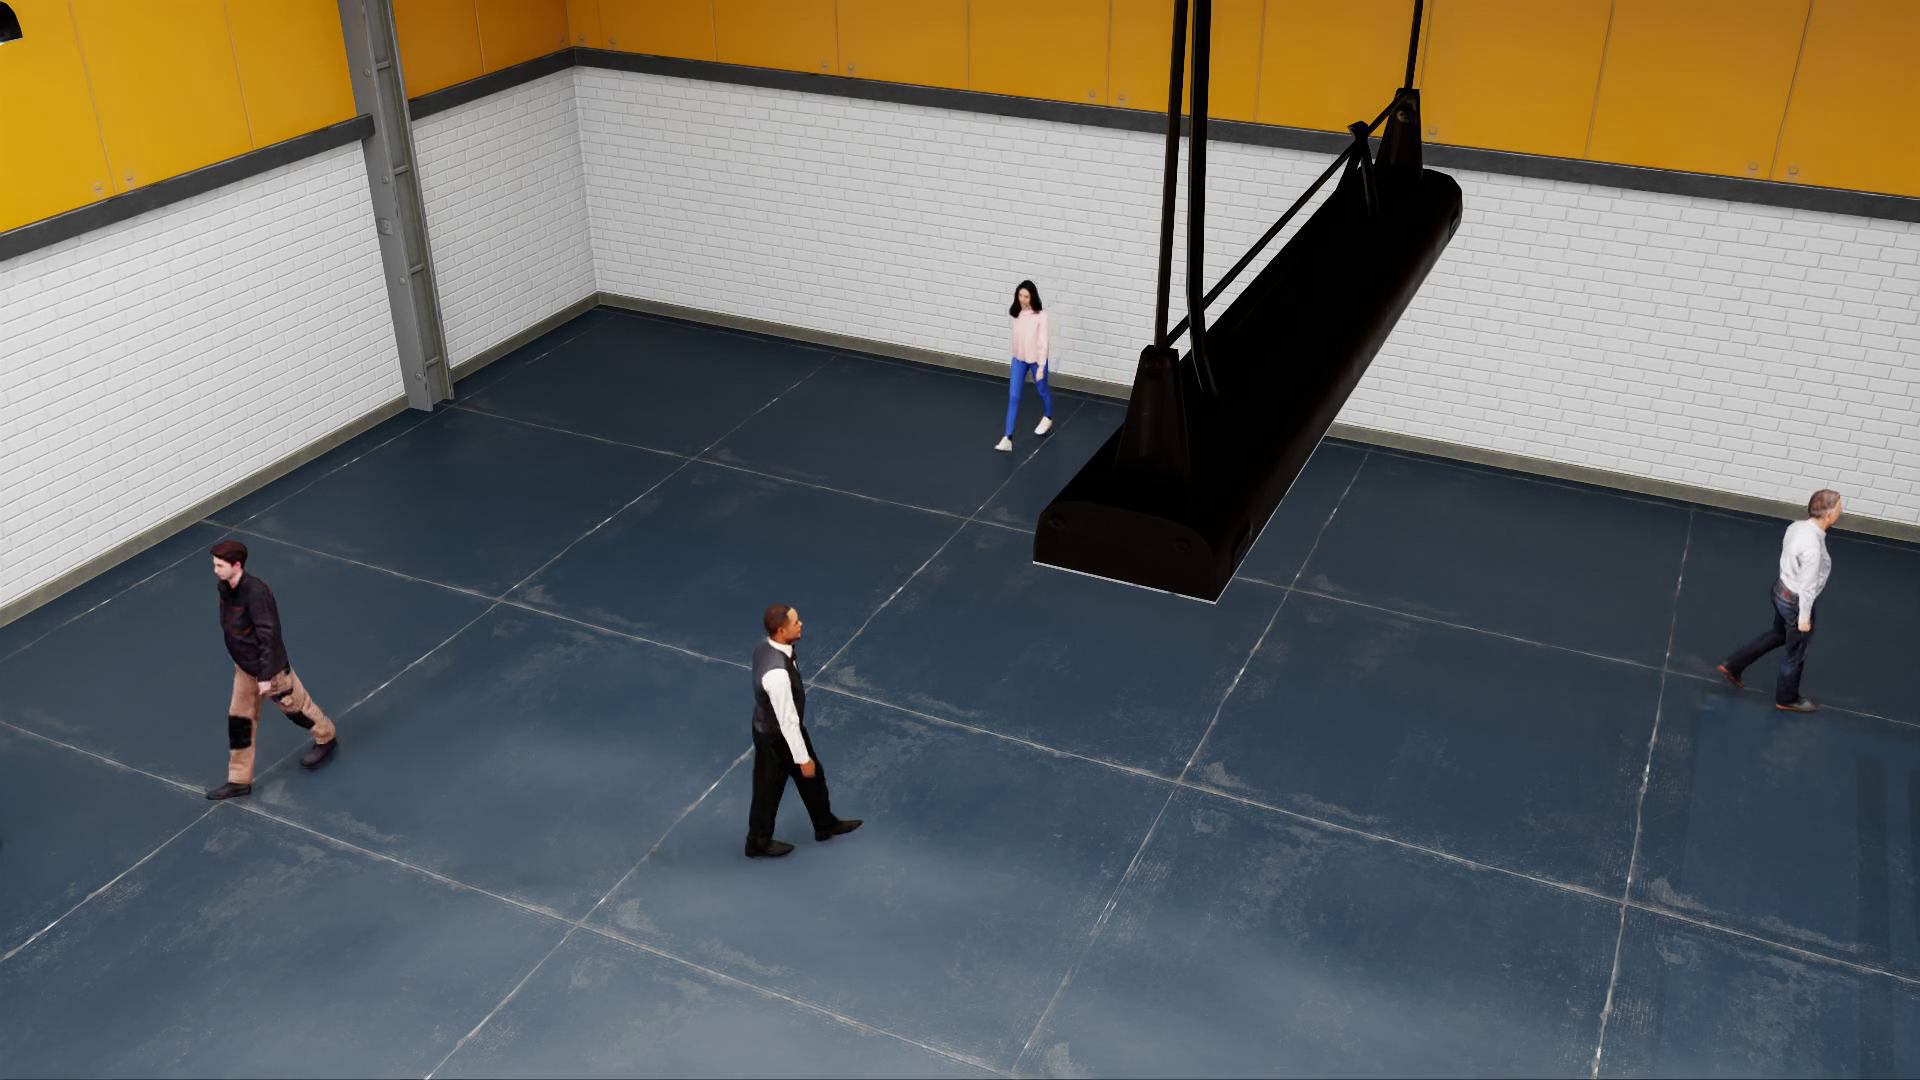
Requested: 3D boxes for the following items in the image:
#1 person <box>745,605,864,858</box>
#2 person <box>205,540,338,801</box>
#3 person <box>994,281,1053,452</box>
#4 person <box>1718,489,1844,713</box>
[{"bbox_3d":[-1.250,1.276,10.617,1.113,1.860,1.118,-4,29,-7],"label":"person"},{"bbox_3d":[-4.699,0.836,11.404,0.803,1.879,1.247,17,33,28],"label":"person"},{"bbox_3d":[0.737,-1.729,16.292,0.792,1.702,1.232,18,33,30],"label":"person"},{"bbox_3d":[6.077,0.432,12.220,0.873,1.808,0.977,5,29,9],"label":"person"}]
